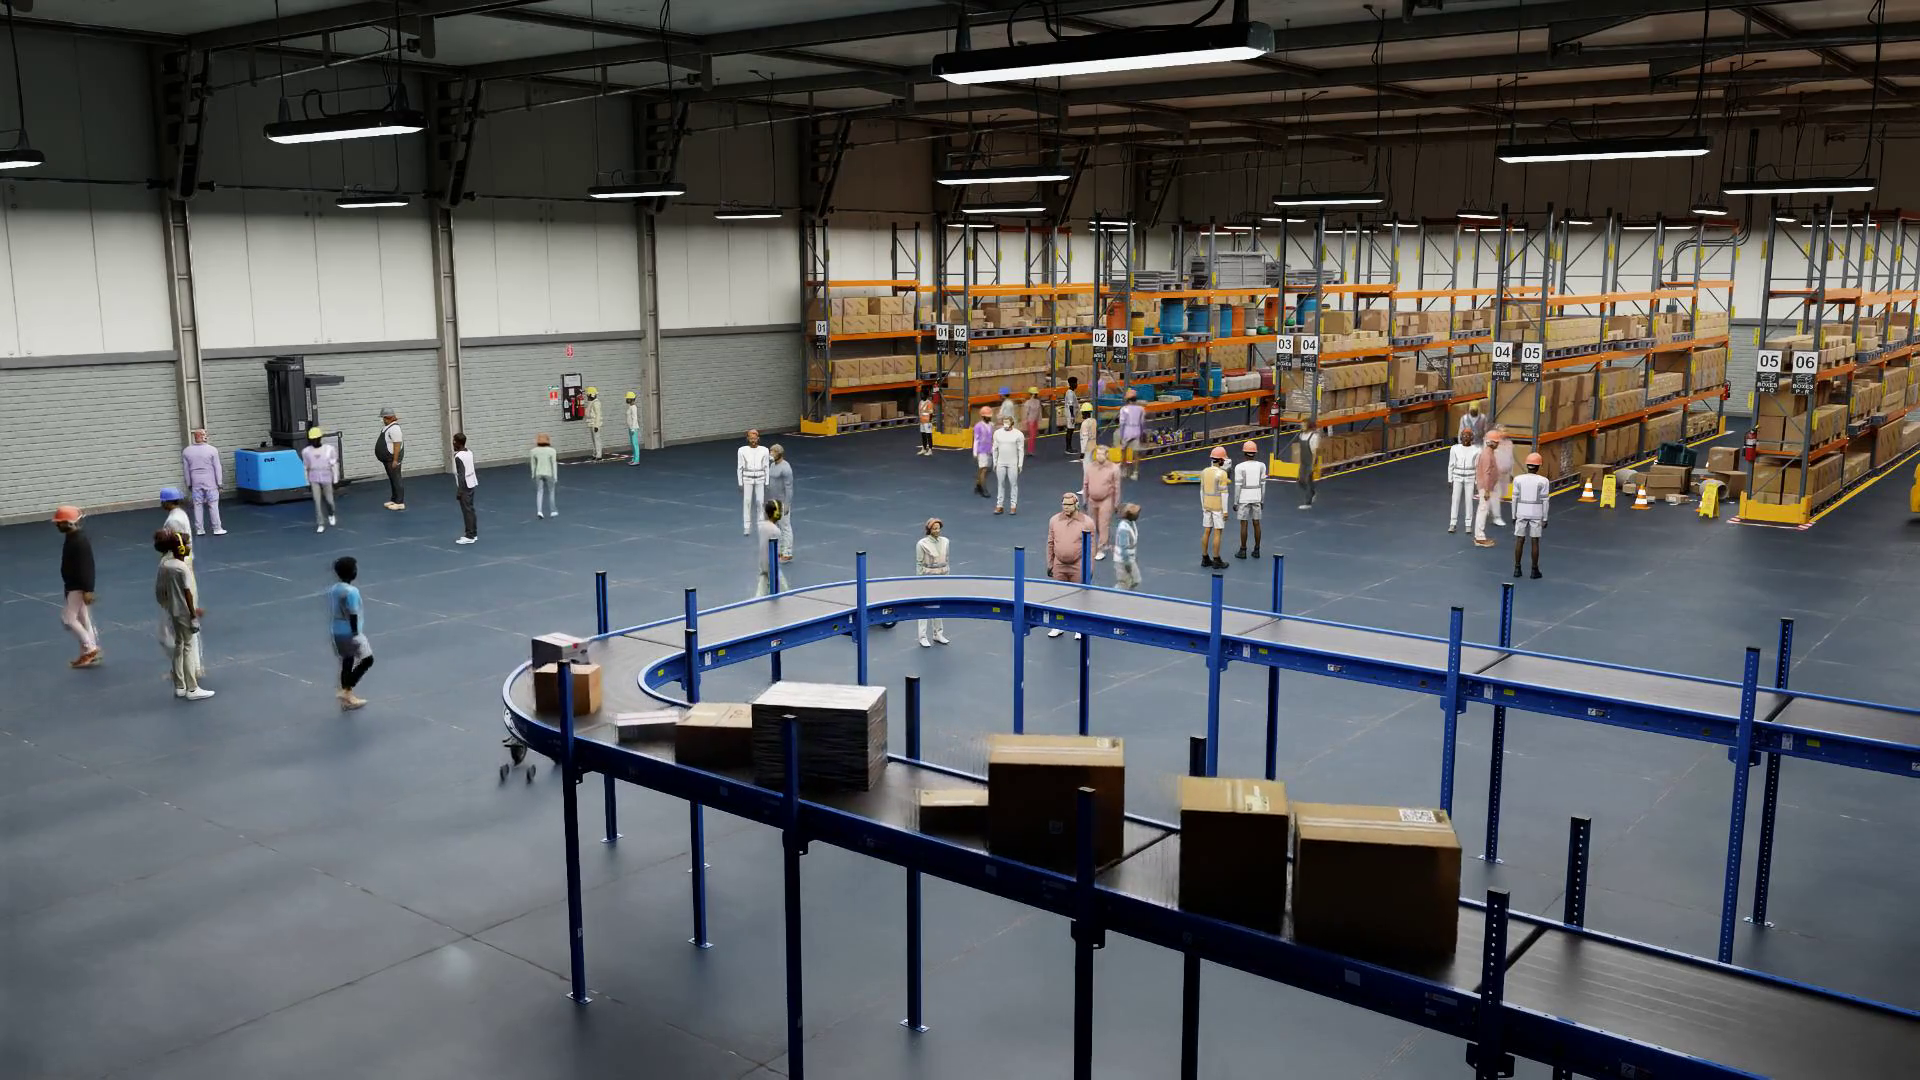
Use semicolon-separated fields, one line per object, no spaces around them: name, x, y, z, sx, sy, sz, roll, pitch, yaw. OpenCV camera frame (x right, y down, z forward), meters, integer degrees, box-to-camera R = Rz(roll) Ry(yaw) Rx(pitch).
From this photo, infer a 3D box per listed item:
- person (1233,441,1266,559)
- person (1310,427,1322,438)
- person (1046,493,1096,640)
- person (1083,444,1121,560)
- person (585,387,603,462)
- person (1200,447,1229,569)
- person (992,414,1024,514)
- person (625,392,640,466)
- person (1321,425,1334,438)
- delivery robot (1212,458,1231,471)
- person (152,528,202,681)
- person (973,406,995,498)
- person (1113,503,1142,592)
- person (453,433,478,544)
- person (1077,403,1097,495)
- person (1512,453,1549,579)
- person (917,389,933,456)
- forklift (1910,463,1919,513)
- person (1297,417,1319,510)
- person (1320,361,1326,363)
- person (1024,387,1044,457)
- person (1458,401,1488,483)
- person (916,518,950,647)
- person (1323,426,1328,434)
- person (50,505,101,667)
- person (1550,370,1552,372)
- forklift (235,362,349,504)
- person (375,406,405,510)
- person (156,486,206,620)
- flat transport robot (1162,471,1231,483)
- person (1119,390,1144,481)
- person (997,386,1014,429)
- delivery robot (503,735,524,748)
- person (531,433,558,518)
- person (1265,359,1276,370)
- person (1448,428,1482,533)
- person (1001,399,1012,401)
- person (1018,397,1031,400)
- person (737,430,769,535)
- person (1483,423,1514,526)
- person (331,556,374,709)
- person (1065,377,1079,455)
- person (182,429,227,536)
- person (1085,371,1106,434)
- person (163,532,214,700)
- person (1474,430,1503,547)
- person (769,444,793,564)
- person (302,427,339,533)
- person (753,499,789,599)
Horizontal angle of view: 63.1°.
person;4.755;-0.667;25.761;0.542;1.939;0.364;-2;10;-13
person;8.932;-3.014;39.155;0.512;1.877;0.328;9;13;40
person;1.417;0.333;20.225;0.651;1.906;0.403;4;11;22
person;2.354;-0.654;25.835;0.651;1.890;0.718;6;12;30
person;-8.946;-2.830;38.233;0.404;1.834;0.591;-4;11;-24
person;4.088;-0.526;24.973;0.376;1.936;0.549;-7;12;-34
person;0.927;-1.468;30.270;0.627;1.941;0.373;3;11;18
person;-7.876;-2.678;37.568;0.309;1.769;0.525;-4;11;-20
person;10.141;-3.712;43.169;0.625;1.846;0.429;9;13;41
delivery robot;5.909;-1.700;35.328;0.477;0.478;0.707;4;11;19
person;-9.135;0.749;18.146;0.531;1.815;0.683;-3;10;-15
person;0.472;-1.855;32.598;0.692;1.900;0.592;10;14;44
person;2.276;0.281;21.302;0.408;1.614;0.537;4;11;22
person;-8.589;-0.906;27.164;0.396;1.919;0.590;0;10;-1
person;2.668;-1.921;32.853;0.366;1.926;0.594;5;11;24
person;8.812;-0.385;24.178;0.551;1.936;0.357;6;12;31
person;-0.867;-2.969;39.389;0.320;1.698;0.537;-6;12;-32
forklift;19.034;-1.348;28.998;2.313;2.155;1.214;8;13;37
person;6.902;-1.517;30.864;0.486;1.826;0.538;-6;11;-29
person;12.009;-5.329;52.082;0.577;1.904;0.860;8;13;37
person;1.892;-2.956;39.206;0.618;1.748;0.528;8;13;38
person;11.376;-2.183;34.734;0.620;1.777;0.943;4;11;22
person;-0.338;0.527;19.881;0.523;1.639;0.309;-8;13;-39
person;10.301;-4.020;44.469;0.379;1.996;0.613;-10;14;-44
person;-10.605;0.562;18.733;0.460;1.972;0.646;-8;13;-38
person;18.303;-4.579;48.691;0.519;1.604;0.642;-5;11;-28
forklift;-13.803;-2.244;32.110;1.129;2.768;1.873;8;13;37
person;-11.267;-1.611;30.910;0.535;2.000;0.684;-5;11;-28
person;-10.334;0.241;20.655;0.455;1.929;0.617;-3;10;-14
flat transport robot;5.251;-1.399;34.696;1.431;0.197;0.652;0;10;-1
person;3.798;-2.366;35.140;0.642;2.001;0.961;-3;11;-18
person;1.065;-2.668;37.030;0.431;1.933;0.635;-1;10;-8
delivery robot;-4.145;1.780;15.010;0.335;0.223;0.698;1;10;8
person;-7.924;-1.225;29.840;0.509;1.642;0.481;1;10;4
person;10.573;-5.354;53.142;0.515;1.584;0.883;5;11;28
person;9.091;-1.074;28.212;0.576;1.882;0.355;4;11;21
person;1.403;-4.517;47.436;0.629;1.940;0.373;10;14;44
person;1.956;-4.323;46.175;0.619;2.005;1.003;7;12;33
person;-3.687;-1.032;27.974;0.574;1.883;0.355;-2;10;-13
person;9.981;-1.243;29.136;0.640;1.893;0.693;-5;11;-26
person;-6.620;1.008;17.002;0.364;1.686;0.541;-9;14;-43
person;2.844;-3.176;39.808;0.367;1.966;0.607;0;10;0
person;-13.458;-1.025;27.888;0.636;1.903;0.405;-1;10;-3
person;3.770;-3.889;44.228;0.580;1.823;0.707;10;14;44
person;-8.659;0.839;17.478;0.520;1.871;0.326;8;13;36
person;9.082;-0.899;26.919;0.392;1.990;0.614;3;11;18
person;-2.918;-0.598;25.378;0.354;1.936;0.635;-6;12;-31
person;-11.574;-1.109;28.341;0.601;1.904;0.529;-3;10;-14
person;-2.490;0.374;20.239;0.968;1.828;0.532;-9;13;-40
